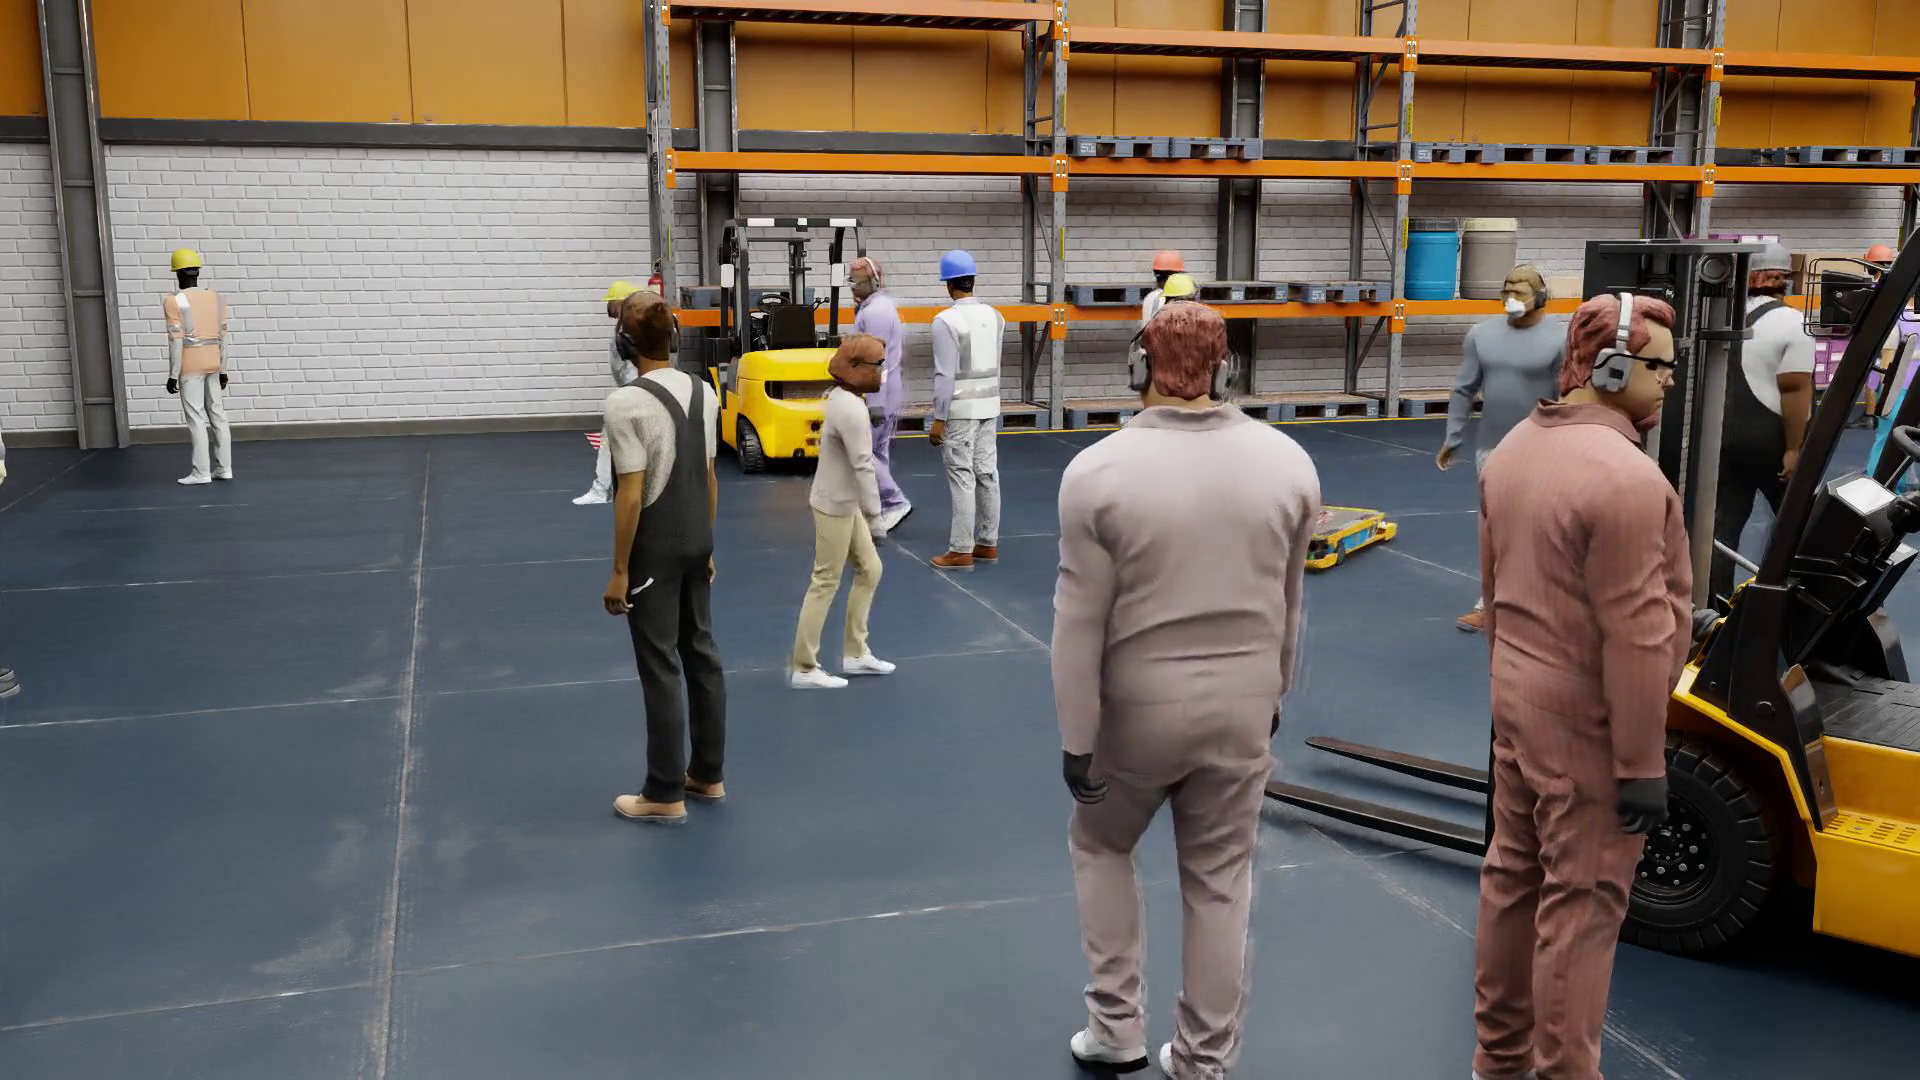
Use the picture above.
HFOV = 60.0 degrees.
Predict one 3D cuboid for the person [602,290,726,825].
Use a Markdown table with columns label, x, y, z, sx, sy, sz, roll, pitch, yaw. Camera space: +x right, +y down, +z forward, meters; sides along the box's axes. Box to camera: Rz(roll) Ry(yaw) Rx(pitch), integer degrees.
| label | x | y | z | sx | sy | sz | roll | pitch | yaw |
| --- | --- | --- | --- | --- | --- | --- | --- | --- | --- |
| person | -1.029 | 0.067 | 5.753 | 0.347 | 1.842 | 0.505 | 6 | 12 | 31 |

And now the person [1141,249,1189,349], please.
| label | x | y | z | sx | sy | sz | roll | pitch | yaw |
| --- | --- | --- | --- | --- | --- | --- | --- | --- | --- |
| person | 1.601 | -1.385 | 13.485 | 0.547 | 1.924 | 0.564 | -2 | 11 | -11 |

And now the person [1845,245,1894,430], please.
| label | x | y | z | sx | sy | sz | roll | pitch | yaw |
| --- | --- | --- | --- | --- | --- | --- | --- | --- | --- |
| person | 9.606 | -2.124 | 17.499 | 0.545 | 1.939 | 0.354 | -9 | 14 | -41 |

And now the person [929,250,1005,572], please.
| label | x | y | z | sx | sy | sz | roll | pitch | yaw |
| --- | --- | --- | --- | --- | --- | --- | --- | --- | --- |
| person | 0.028 | -0.780 | 10.114 | 0.402 | 1.943 | 0.605 | 8 | 13 | 38 |

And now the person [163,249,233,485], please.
| label | x | y | z | sx | sy | sz | roll | pitch | yaw |
| --- | --- | --- | --- | --- | --- | --- | --- | --- | --- |
| person | -6.259 | -1.411 | 13.626 | 0.371 | 1.923 | 0.594 | 4 | 11 | 21 |

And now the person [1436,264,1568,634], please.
| label | x | y | z | sx | sy | sz | roll | pitch | yaw |
| --- | --- | --- | --- | --- | --- | --- | --- | --- | --- |
| person | 2.934 | -0.499 | 8.753 | 1.032 | 1.898 | 0.646 | -10 | 14 | -42 |

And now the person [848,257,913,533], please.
| label | x | y | z | sx | sy | sz | roll | pitch | yaw |
| --- | --- | --- | --- | --- | --- | --- | --- | --- | --- |
| person | -0.582 | -0.943 | 11.153 | 0.396 | 1.889 | 0.725 | 0 | 10 | 1 |

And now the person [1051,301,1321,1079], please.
| label | x | y | z | sx | sy | sz | roll | pitch | yaw |
| --- | --- | --- | --- | --- | --- | --- | --- | --- | --- |
| person | 0.497 | 0.386 | 3.905 | 0.644 | 1.878 | 0.551 | -2 | 11 | -11 |

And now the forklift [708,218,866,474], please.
| label | x | y | z | sx | sy | sz | roll | pitch | yaw |
| --- | --- | --- | --- | --- | --- | --- | --- | --- | --- |
| forklift | -1.522 | -1.778 | 14.899 | 1.214 | 2.155 | 2.313 | -3 | 11 | -17 |

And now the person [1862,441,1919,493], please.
| label | x | y | z | sx | sy | sz | roll | pitch | yaw |
| --- | --- | --- | --- | --- | --- | --- | --- | --- | --- |
| person | 7.352 | -1.186 | 12.930 | 0.812 | 1.737 | 0.524 | -4 | 11 | -22 |

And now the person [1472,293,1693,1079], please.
| label | x | y | z | sx | sy | sz | roll | pitch | yaw |
| --- | --- | --- | --- | --- | --- | --- | --- | --- | --- |
| person | 1.396 | 0.412 | 3.701 | 0.404 | 1.903 | 0.636 | -1 | 10 | -7 |

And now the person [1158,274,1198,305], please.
| label | x | y | z | sx | sy | sz | roll | pitch | yaw |
| --- | --- | --- | --- | --- | --- | --- | --- | --- | --- |
| person | 1.561 | -1.041 | 12.055 | 0.481 | 1.747 | 0.553 | 4 | 11 | 19 |

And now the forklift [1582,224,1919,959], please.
| label | x | y | z | sx | sy | sz | roll | pitch | yaw |
| --- | --- | --- | --- | --- | --- | --- | --- | --- | --- |
| forklift | 2.909 | 0.117 | 4.508 | 2.313 | 2.155 | 1.214 | 9 | 14 | 40 |

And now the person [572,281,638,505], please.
| label | x | y | z | sx | sy | sz | roll | pitch | yaw |
| --- | --- | --- | --- | --- | --- | --- | --- | --- | --- |
| person | -2.467 | -1.115 | 12.630 | 0.903 | 1.701 | 0.501 | -5 | 12 | -27 |

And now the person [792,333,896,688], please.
| label | x | y | z | sx | sy | sz | roll | pitch | yaw |
| --- | --- | --- | --- | --- | --- | --- | --- | --- | --- |
| person | -0.486 | -0.119 | 7.420 | 0.600 | 1.601 | 0.513 | -1 | 10 | -8 |

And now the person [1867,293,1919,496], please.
| label | x | y | z | sx | sy | sz | roll | pitch | yaw |
| --- | --- | --- | --- | --- | --- | --- | --- | --- | --- |
| person | 6.703 | -1.041 | 11.855 | 0.575 | 1.839 | 0.398 | -7 | 13 | -35 |

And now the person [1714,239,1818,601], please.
| label | x | y | z | sx | sy | sz | roll | pitch | yaw |
| --- | --- | --- | --- | --- | --- | --- | --- | --- | --- |
| person | 4.050 | -0.519 | 8.418 | 0.593 | 2.000 | 0.705 | -4 | 11 | -22 |

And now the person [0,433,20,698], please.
| label | x | y | z | sx | sy | sz | roll | pitch | yaw |
| --- | --- | --- | --- | --- | --- | --- | --- | --- | --- |
| person | -4.406 | -0.204 | 7.300 | 0.403 | 1.825 | 0.595 | -7 | 13 | -34 |

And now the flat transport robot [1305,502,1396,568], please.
| label | x | y | z | sx | sy | sz | roll | pitch | yaw |
| --- | --- | --- | --- | --- | --- | --- | --- | --- | --- |
| flat transport robot | 2.258 | -0.048 | 10.689 | 0.652 | 0.197 | 1.431 | 7 | 12 | 32 |
